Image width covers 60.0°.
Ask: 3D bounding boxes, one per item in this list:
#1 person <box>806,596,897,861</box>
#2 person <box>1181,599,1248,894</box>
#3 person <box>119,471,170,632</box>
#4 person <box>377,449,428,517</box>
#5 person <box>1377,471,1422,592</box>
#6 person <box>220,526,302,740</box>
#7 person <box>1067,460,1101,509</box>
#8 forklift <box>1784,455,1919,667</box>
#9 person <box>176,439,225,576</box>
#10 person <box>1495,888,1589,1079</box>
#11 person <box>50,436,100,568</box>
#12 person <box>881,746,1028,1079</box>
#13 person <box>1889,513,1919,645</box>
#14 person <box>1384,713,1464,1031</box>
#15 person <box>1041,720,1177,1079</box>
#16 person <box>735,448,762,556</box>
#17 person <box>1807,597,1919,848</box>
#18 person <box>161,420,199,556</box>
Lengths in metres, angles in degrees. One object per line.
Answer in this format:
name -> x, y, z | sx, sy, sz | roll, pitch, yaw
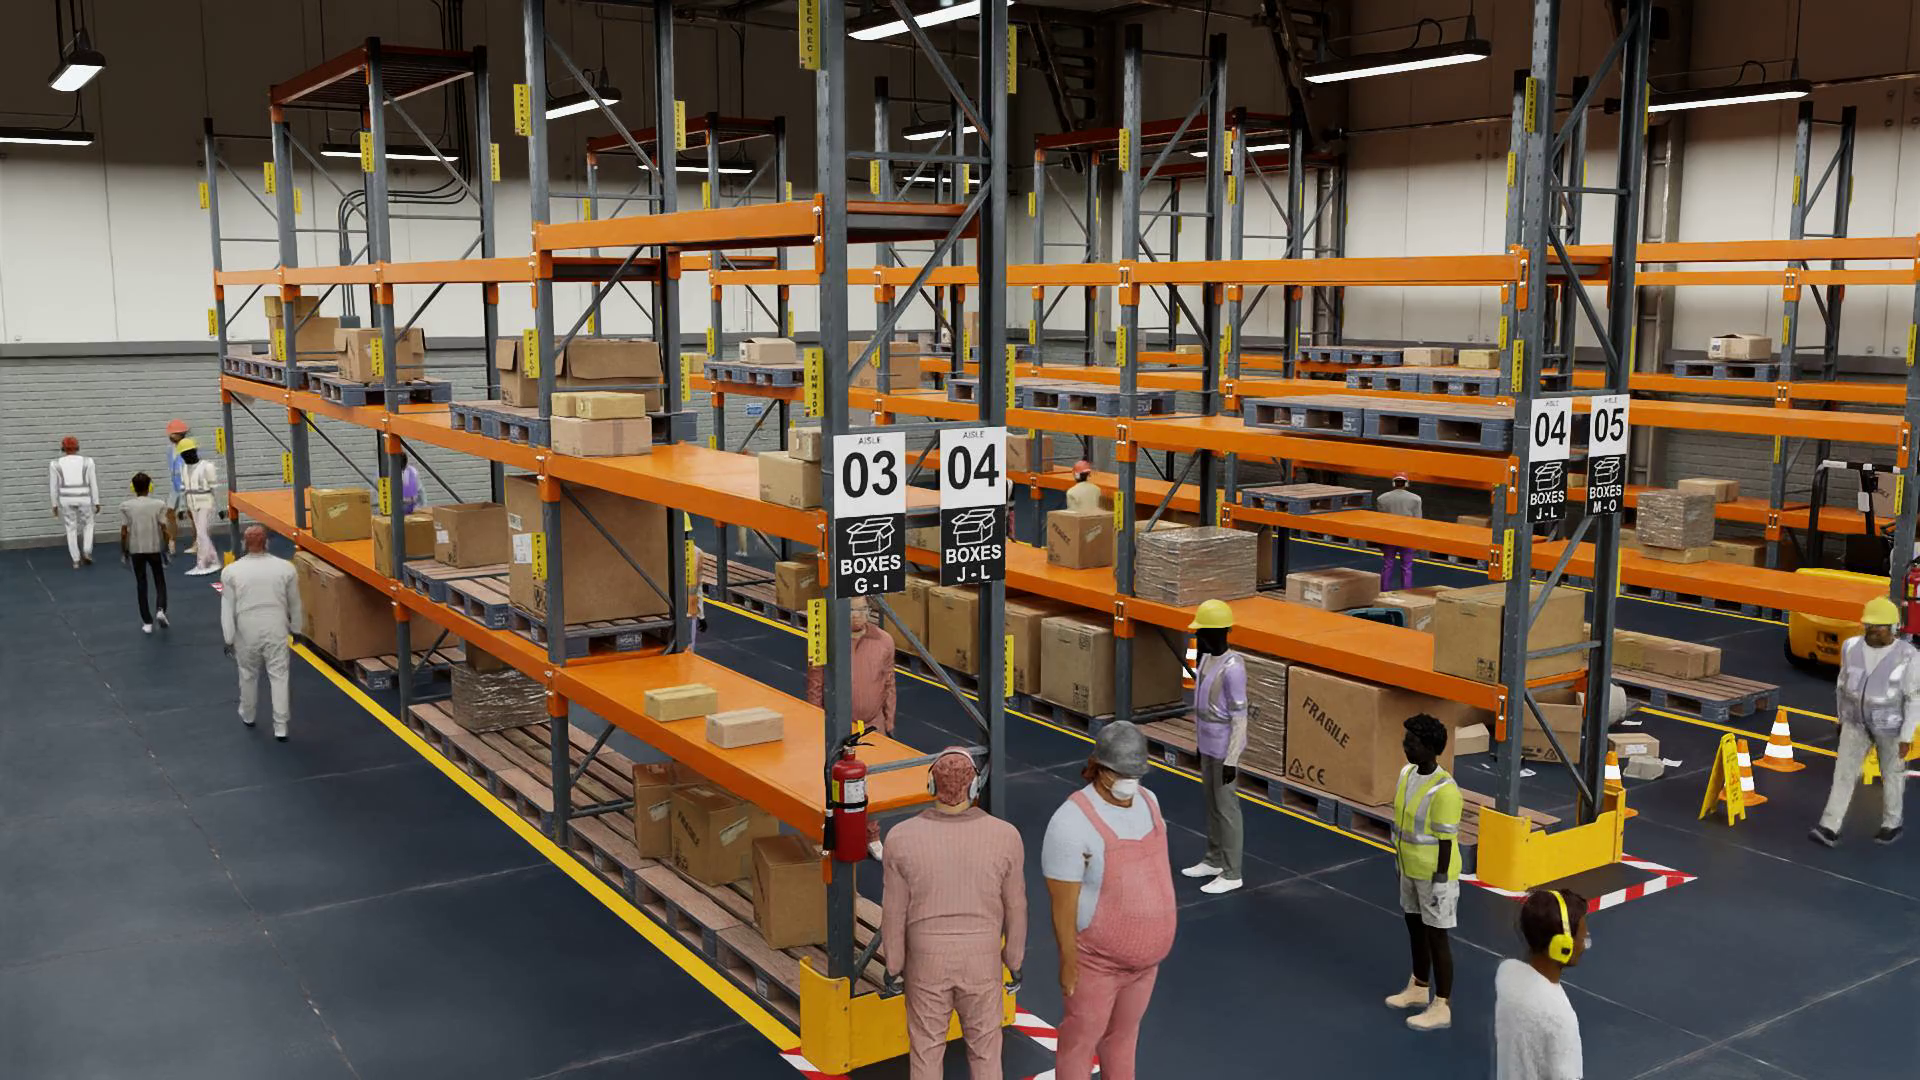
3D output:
person -> -0.725, 1.268, 11.352 | 0.641, 1.913, 0.407 | -3, 9, -21
person -> 1.668, 1.337, 10.838 | 0.388, 1.926, 0.590 | -2, 9, -10
person -> -9.354, 0.140, 19.063 | 0.519, 1.858, 0.381 | -5, 10, -28
person -> -7.644, -0.372, 22.736 | 0.931, 1.789, 0.691 | 5, 10, 31
person -> 5.434, -0.033, 20.567 | 0.565, 1.744, 0.355 | 5, 10, 28
person -> -6.158, 0.799, 14.670 | 0.681, 1.850, 1.017 | -5, 10, -31
person -> 1.572, -0.162, 21.462 | 0.562, 1.735, 0.415 | -5, 10, -32
forklift -> 9.643, 0.253, 17.172 | 2.313, 2.155, 1.214 | -6, 10, -33
person -> -10.493, -0.440, 22.842 | 0.661, 1.872, 0.776 | 4, 9, 26
person -> 2.020, 2.124, 5.884 | 0.762, 1.845, 0.534 | -1, 9, -6
person -> -12.525, -0.544, 23.540 | 0.601, 1.866, 0.500 | -4, 9, -24
person -> -0.028, 1.858, 7.436 | 0.654, 1.906, 0.408 | -1, 9, -3
person -> 8.946, 0.666, 15.575 | 0.505, 1.847, 0.349 | 3, 9, 17
person -> 2.477, 1.751, 8.868 | 0.321, 1.689, 0.530 | -2, 9, -14
person -> 0.714, 1.790, 7.443 | 0.684, 2.000, 0.535 | -8, 12, -43
person -> -3.135, -0.549, 24.382 | 0.516, 1.618, 0.455 | -7, 11, -41
person -> 6.339, 1.290, 11.602 | 0.940, 1.781, 0.622 | -6, 11, -36
person -> -11.505, -0.745, 24.398 | 0.645, 2.013, 0.855 | 4, 9, 24
